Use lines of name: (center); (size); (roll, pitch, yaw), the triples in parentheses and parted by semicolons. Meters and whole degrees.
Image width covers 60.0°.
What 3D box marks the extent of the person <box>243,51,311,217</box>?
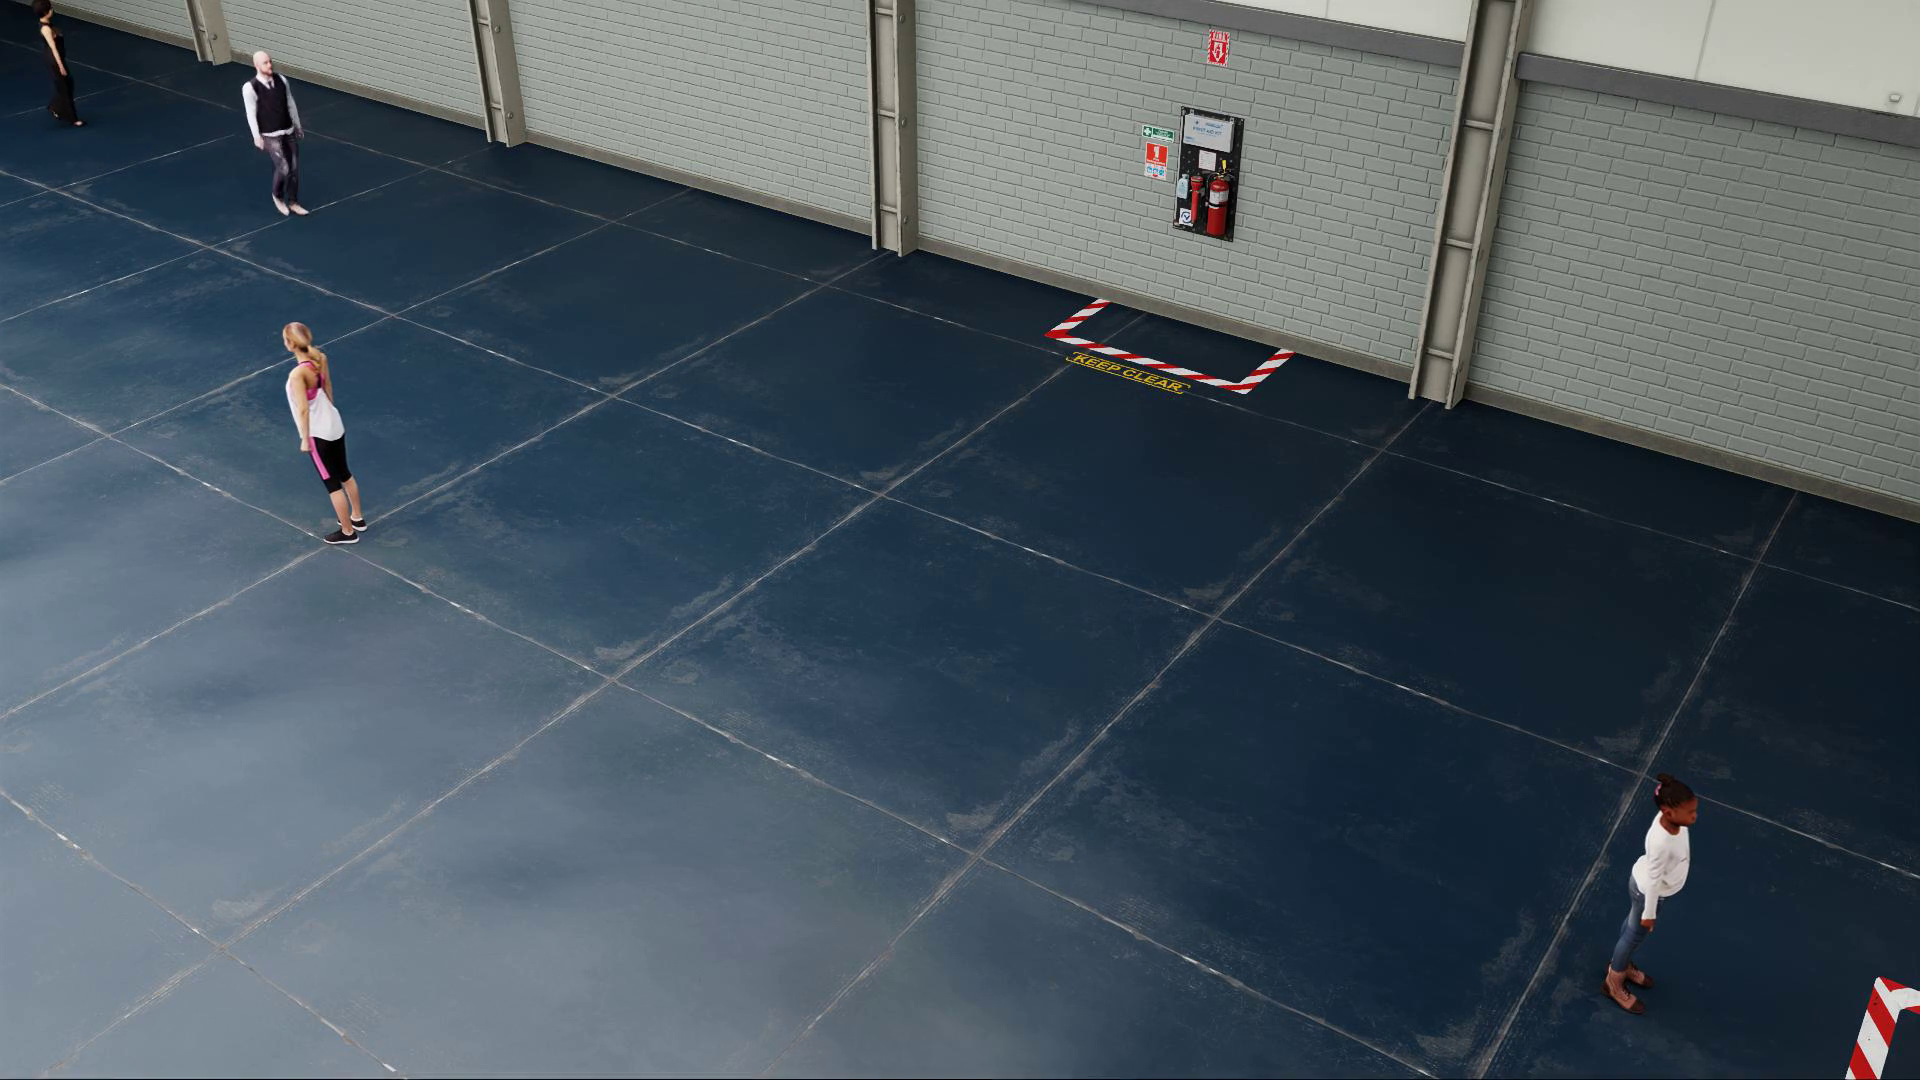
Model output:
person: (-7.444, -4.398, 18.033); (0.674, 1.809, 0.704); (17, 36, 25)

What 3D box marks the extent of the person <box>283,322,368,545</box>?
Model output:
person: (-4.721, -0.791, 12.337); (0.663, 1.786, 0.680); (5, 33, 8)

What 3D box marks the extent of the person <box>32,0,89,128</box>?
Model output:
person: (-11.259, -5.874, 20.577); (0.775, 1.591, 0.692); (-19, 37, -28)

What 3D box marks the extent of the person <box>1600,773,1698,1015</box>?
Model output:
person: (3.559, 1.790, 8.560); (0.501, 1.450, 0.539); (17, 36, 25)
